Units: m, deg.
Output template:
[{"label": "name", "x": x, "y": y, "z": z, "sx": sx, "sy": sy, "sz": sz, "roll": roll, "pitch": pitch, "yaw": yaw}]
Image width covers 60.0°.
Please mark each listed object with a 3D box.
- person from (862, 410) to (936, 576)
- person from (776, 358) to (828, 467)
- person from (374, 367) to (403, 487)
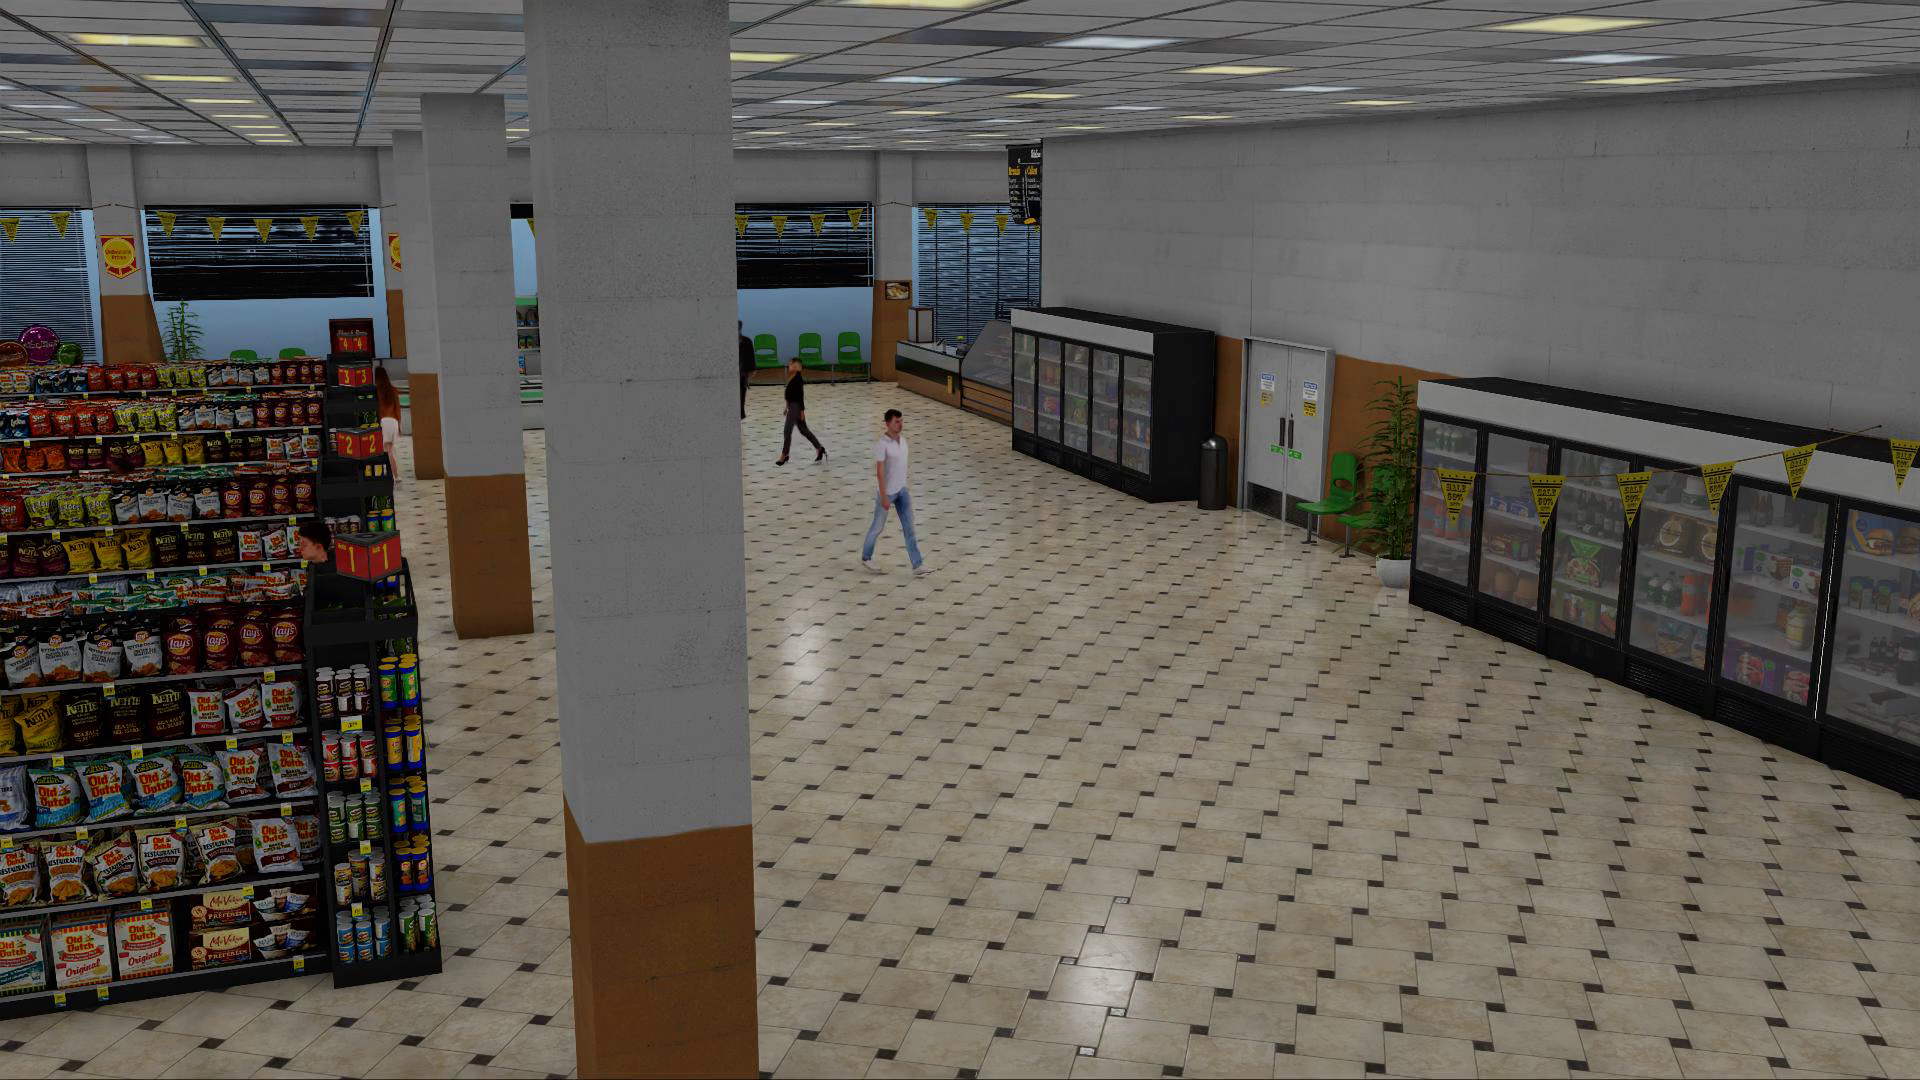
[{"label": "person", "x": -0.817, "y": -0.492, "z": 18.170, "sx": 1.158, "sy": 1.801, "sz": 1.251, "roll": 9, "pitch": 15, "yaw": 38}, {"label": "person", "x": -2.411, "y": -1.940, "z": 25.461, "sx": 1.053, "sy": 1.631, "sz": 0.662, "roll": -3, "pitch": 12, "yaw": -14}, {"label": "person", "x": -8.116, "y": -1.575, "z": 23.607, "sx": 1.140, "sy": 1.681, "sz": 0.984, "roll": -11, "pitch": 16, "yaw": -43}]
